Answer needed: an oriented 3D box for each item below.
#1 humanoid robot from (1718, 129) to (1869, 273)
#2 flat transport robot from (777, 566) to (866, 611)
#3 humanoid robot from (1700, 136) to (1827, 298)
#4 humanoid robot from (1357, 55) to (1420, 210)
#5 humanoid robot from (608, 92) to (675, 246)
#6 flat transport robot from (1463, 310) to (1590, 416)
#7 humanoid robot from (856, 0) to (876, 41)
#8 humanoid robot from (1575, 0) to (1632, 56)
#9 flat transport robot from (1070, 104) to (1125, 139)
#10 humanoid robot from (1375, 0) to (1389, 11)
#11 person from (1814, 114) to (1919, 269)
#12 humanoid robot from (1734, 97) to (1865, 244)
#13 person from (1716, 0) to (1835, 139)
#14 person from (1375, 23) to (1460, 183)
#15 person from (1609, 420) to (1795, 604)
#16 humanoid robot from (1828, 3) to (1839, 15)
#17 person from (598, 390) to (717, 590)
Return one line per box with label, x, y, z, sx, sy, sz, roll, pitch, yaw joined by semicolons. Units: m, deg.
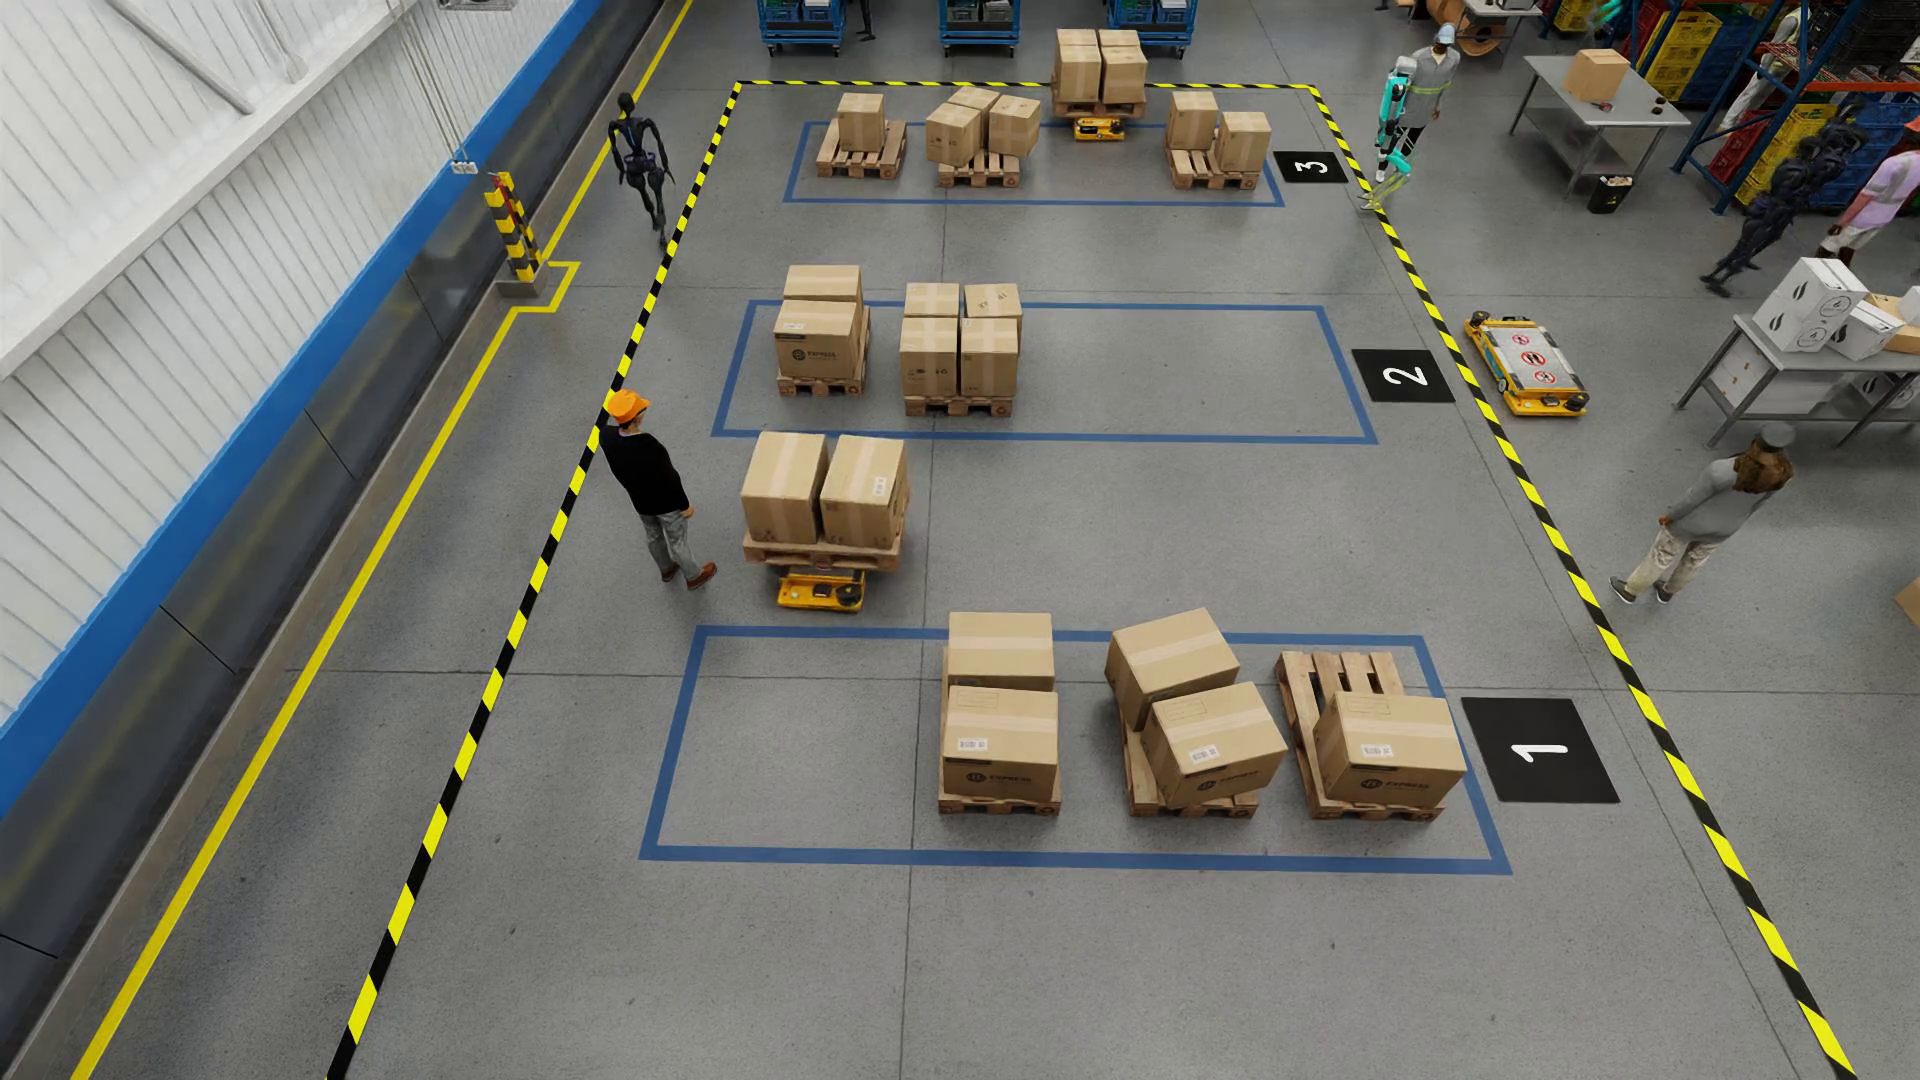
humanoid robot;8.834;-3.600;9.728;0.470;1.632;0.611;36;58;27
flat transport robot;-1.050;-0.055;7.562;0.652;0.197;1.431;3;49;3
humanoid robot;8.341;-3.355;9.507;0.335;1.653;0.584;29;55;23
humanoid robot;5.030;-4.589;10.443;0.735;1.681;0.533;10;50;8
humanoid robot;-3.527;-4.099;10.173;0.608;1.632;0.724;-8;50;-7
flat transport robot;5.573;-1.757;9.054;0.659;0.231;1.431;1;49;1
humanoid robot;-1.517;-8.568;14.008;0.315;1.657;0.599;-11;50;-9
humanoid robot;9.660;-8.025;13.583;0.732;1.908;0.552;15;51;12
flat transport robot;1.872;-5.964;12.678;0.652;0.197;1.431;0;49;0
humanoid robot;7.088;-9.483;14.811;0.359;1.650;0.603;-13;50;-11
person;9.080;-3.275;9.221;0.611;2.022;0.467;-13;50;-11
humanoid robot;9.298;-4.010;10.082;0.591;1.646;0.599;12;50;10
person;10.556;-6.128;11.806;0.622;1.835;0.431;-16;51;-13
person;5.505;-5.199;10.986;0.595;1.850;0.398;-1;49;-1
person;5.426;-0.153;6.673;0.572;1.766;0.396;2;49;1
humanoid robot;13.076;-8.272;13.760;0.598;1.654;0.394;34;57;26
person;-2.236;-0.331;6.755;0.585;1.881;0.379;20;52;16
